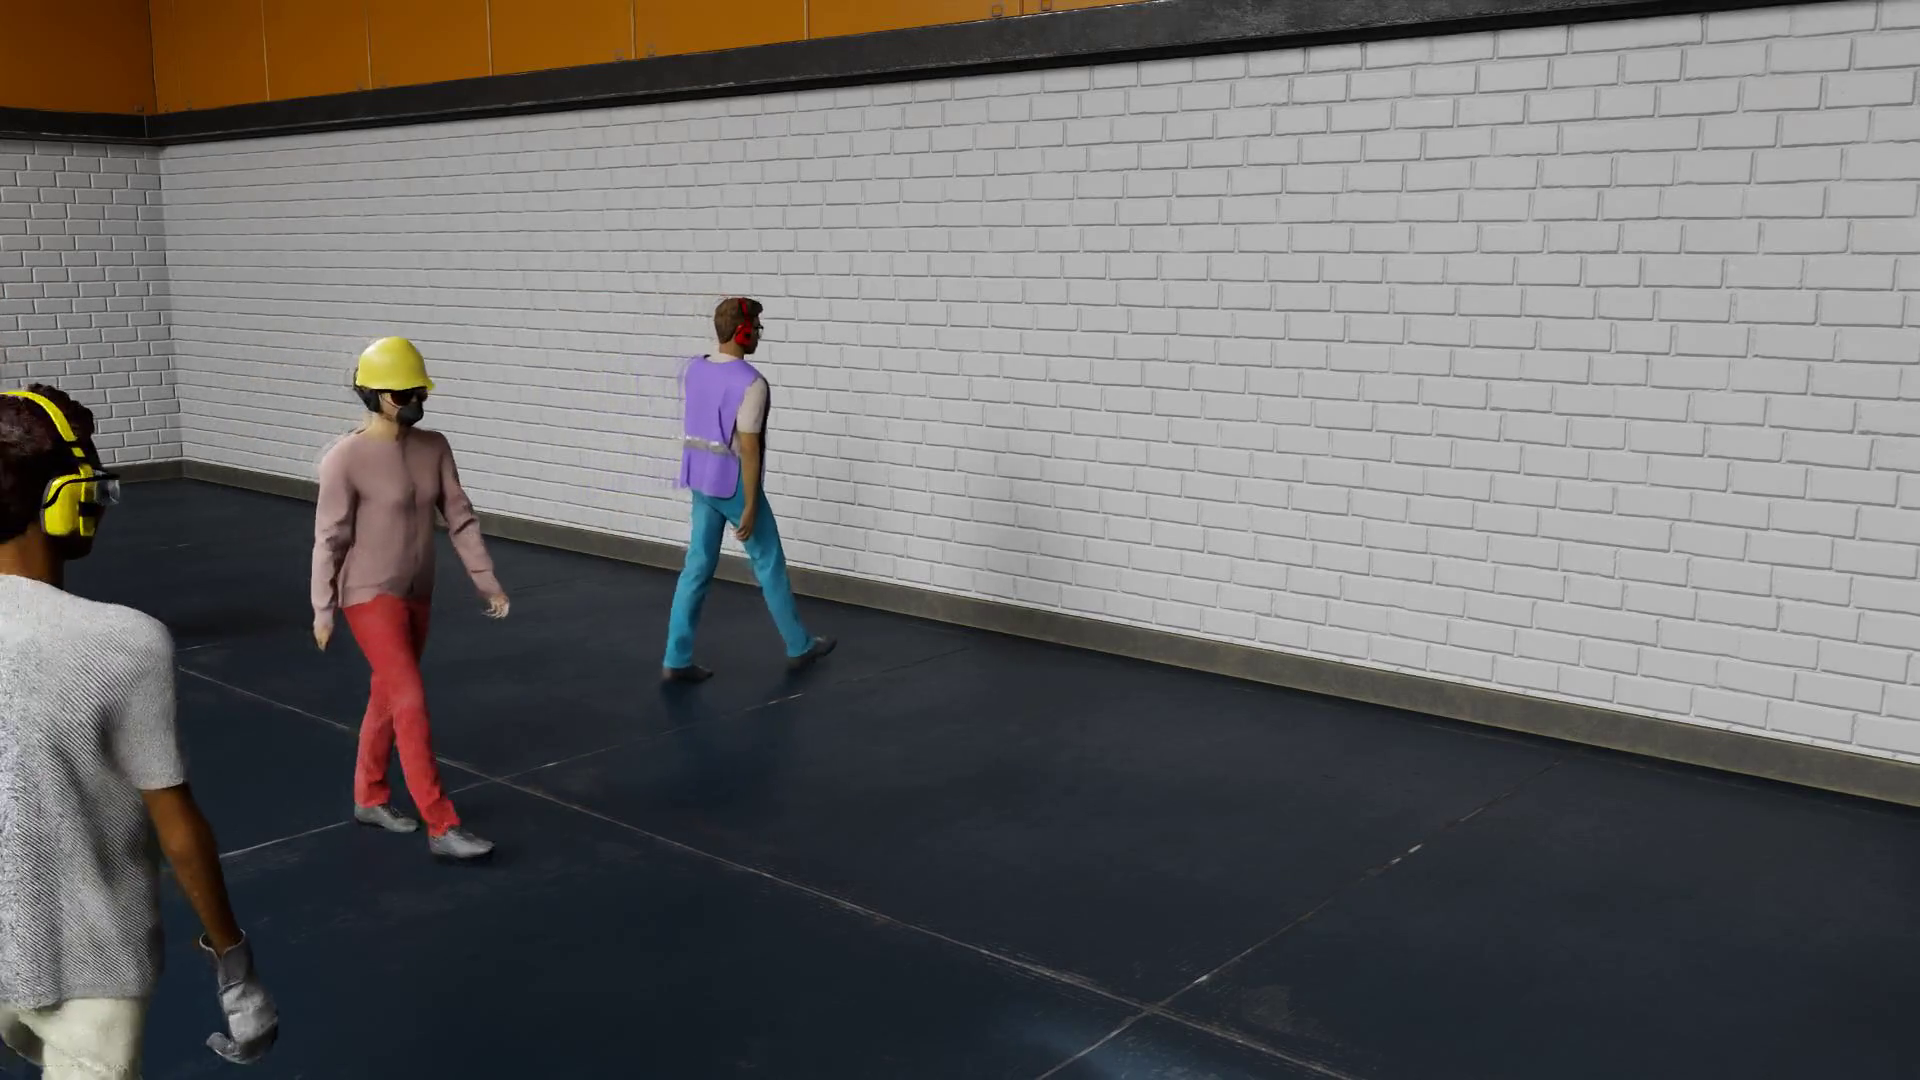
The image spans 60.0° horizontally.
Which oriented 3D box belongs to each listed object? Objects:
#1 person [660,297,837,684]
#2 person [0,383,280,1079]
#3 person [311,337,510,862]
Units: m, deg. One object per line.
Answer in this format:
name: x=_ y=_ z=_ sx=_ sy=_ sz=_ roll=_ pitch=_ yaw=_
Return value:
person: x=-1.035 y=-0.235 z=7.820 sx=0.578 sy=1.796 sz=0.936 roll=9 pitch=13 yaw=40
person: x=-1.395 y=0.678 z=2.552 sx=0.530 sy=1.831 sz=0.981 roll=3 pitch=10 yaw=15
person: x=-1.805 y=0.201 z=5.530 sx=0.852 sy=1.730 sz=0.541 roll=4 pitch=11 yaw=23
